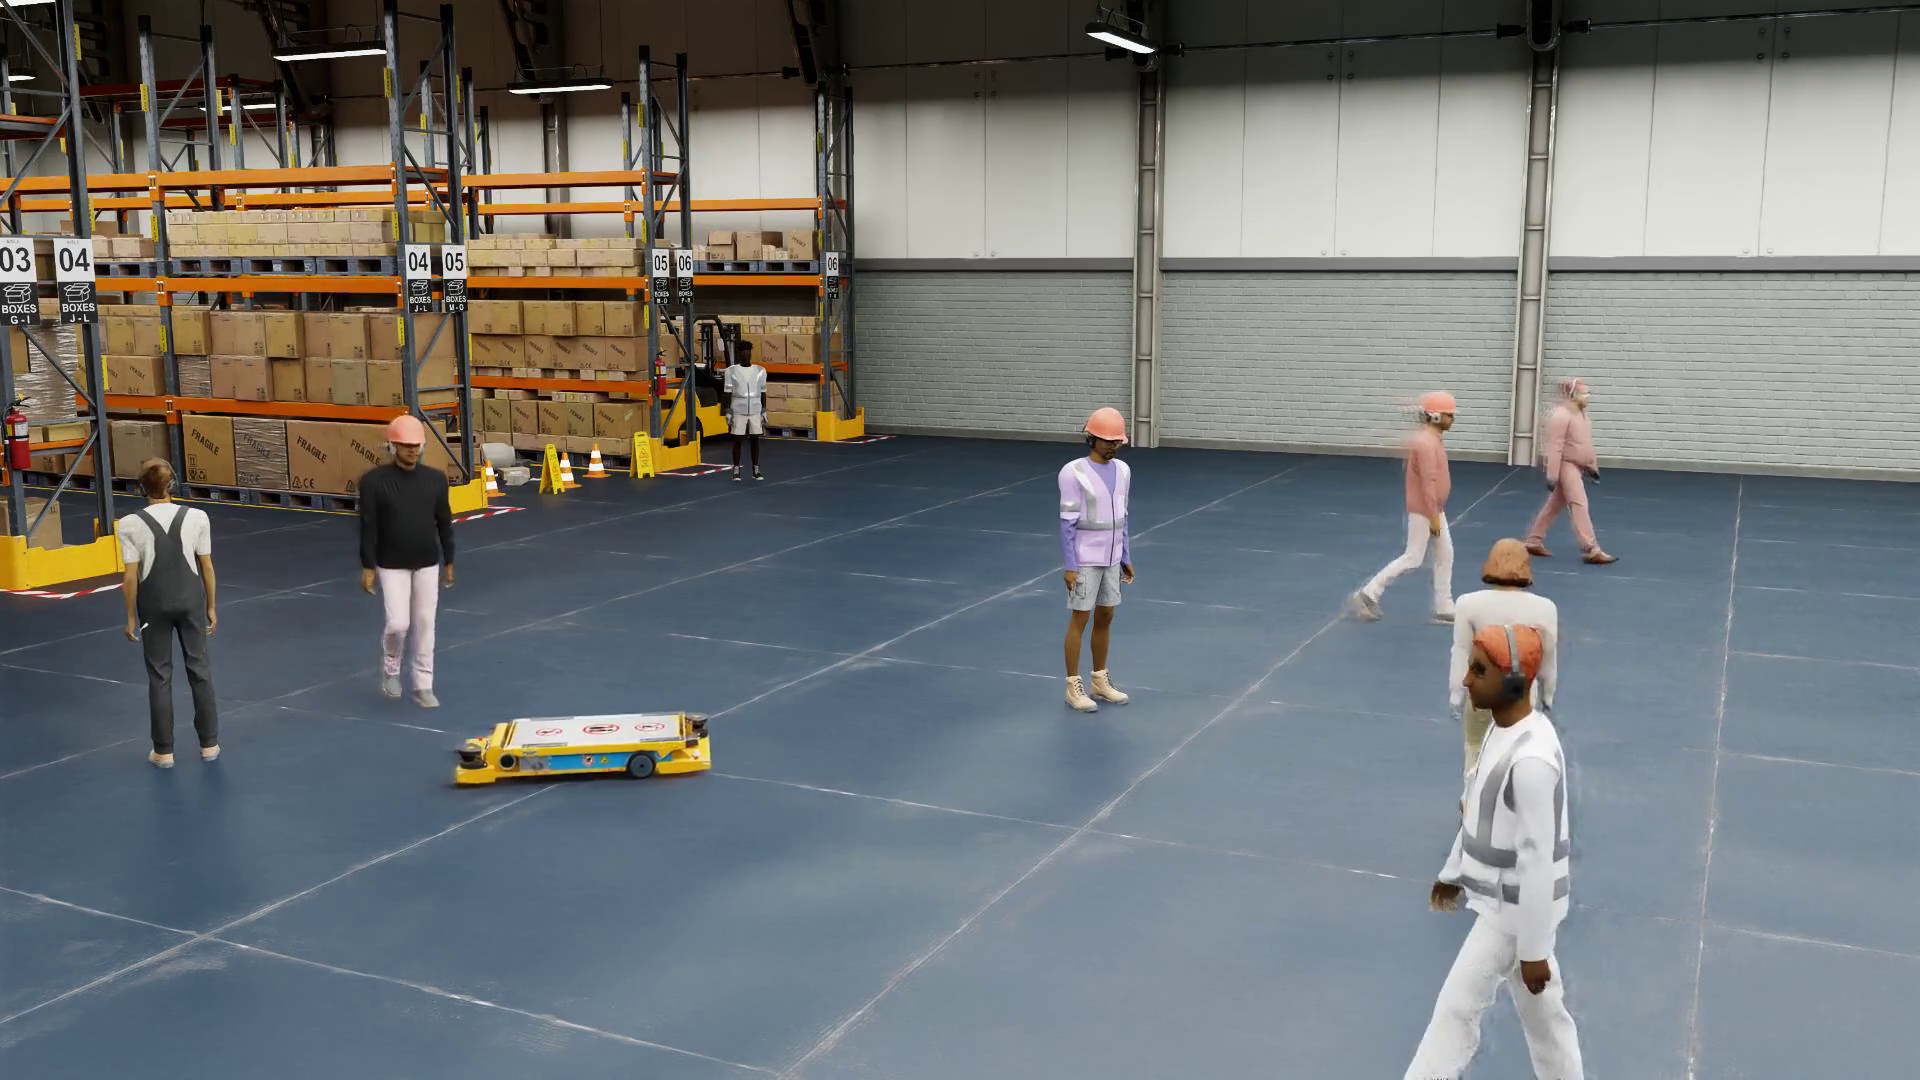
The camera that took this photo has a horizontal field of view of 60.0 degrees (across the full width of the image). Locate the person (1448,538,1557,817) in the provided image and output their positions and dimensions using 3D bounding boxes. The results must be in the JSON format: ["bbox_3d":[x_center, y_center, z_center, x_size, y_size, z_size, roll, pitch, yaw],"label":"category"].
[{"bbox_3d":[2.760,0.779,8.488,0.519,1.599,0.800,3,10,16],"label":"person"}]

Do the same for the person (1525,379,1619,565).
[{"bbox_3d":[6.180,-0.700,16.773,0.995,1.854,0.655,7,12,37],"label":"person"}]

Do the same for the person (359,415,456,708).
[{"bbox_3d":[-3.693,0.148,11.171,0.639,1.983,0.440,-7,12,-38],"label":"person"}]

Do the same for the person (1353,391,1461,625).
[{"bbox_3d":[3.781,-0.259,13.763,0.907,1.964,0.618,5,10,26],"label":"person"}]

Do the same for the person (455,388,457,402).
[{"bbox_3d":[-8.579,-2.416,27.805,0.428,1.675,0.545,5,10,26],"label":"person"}]

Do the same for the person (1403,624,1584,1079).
[{"bbox_3d":[1.646,1.166,5.348,0.939,1.838,0.601,3,10,15],"label":"person"}]

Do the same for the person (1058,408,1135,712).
[{"bbox_3d":[0.940,0.126,11.159,0.605,2.034,0.390,-8,12,-39],"label":"person"}]

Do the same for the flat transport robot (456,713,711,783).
[{"bbox_3d":[-2.208,1.218,9.856,1.431,0.197,0.652,-2,9,-10],"label":"flat transport robot"}]

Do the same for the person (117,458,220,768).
[{"bbox_3d":[-4.684,0.433,9.875,0.507,1.840,0.343,-6,11,-33],"label":"person"}]

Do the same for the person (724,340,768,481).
[{"bbox_3d":[-2.978,-1.802,23.183,0.613,1.964,0.361,-3,10,-19],"label":"person"}]
